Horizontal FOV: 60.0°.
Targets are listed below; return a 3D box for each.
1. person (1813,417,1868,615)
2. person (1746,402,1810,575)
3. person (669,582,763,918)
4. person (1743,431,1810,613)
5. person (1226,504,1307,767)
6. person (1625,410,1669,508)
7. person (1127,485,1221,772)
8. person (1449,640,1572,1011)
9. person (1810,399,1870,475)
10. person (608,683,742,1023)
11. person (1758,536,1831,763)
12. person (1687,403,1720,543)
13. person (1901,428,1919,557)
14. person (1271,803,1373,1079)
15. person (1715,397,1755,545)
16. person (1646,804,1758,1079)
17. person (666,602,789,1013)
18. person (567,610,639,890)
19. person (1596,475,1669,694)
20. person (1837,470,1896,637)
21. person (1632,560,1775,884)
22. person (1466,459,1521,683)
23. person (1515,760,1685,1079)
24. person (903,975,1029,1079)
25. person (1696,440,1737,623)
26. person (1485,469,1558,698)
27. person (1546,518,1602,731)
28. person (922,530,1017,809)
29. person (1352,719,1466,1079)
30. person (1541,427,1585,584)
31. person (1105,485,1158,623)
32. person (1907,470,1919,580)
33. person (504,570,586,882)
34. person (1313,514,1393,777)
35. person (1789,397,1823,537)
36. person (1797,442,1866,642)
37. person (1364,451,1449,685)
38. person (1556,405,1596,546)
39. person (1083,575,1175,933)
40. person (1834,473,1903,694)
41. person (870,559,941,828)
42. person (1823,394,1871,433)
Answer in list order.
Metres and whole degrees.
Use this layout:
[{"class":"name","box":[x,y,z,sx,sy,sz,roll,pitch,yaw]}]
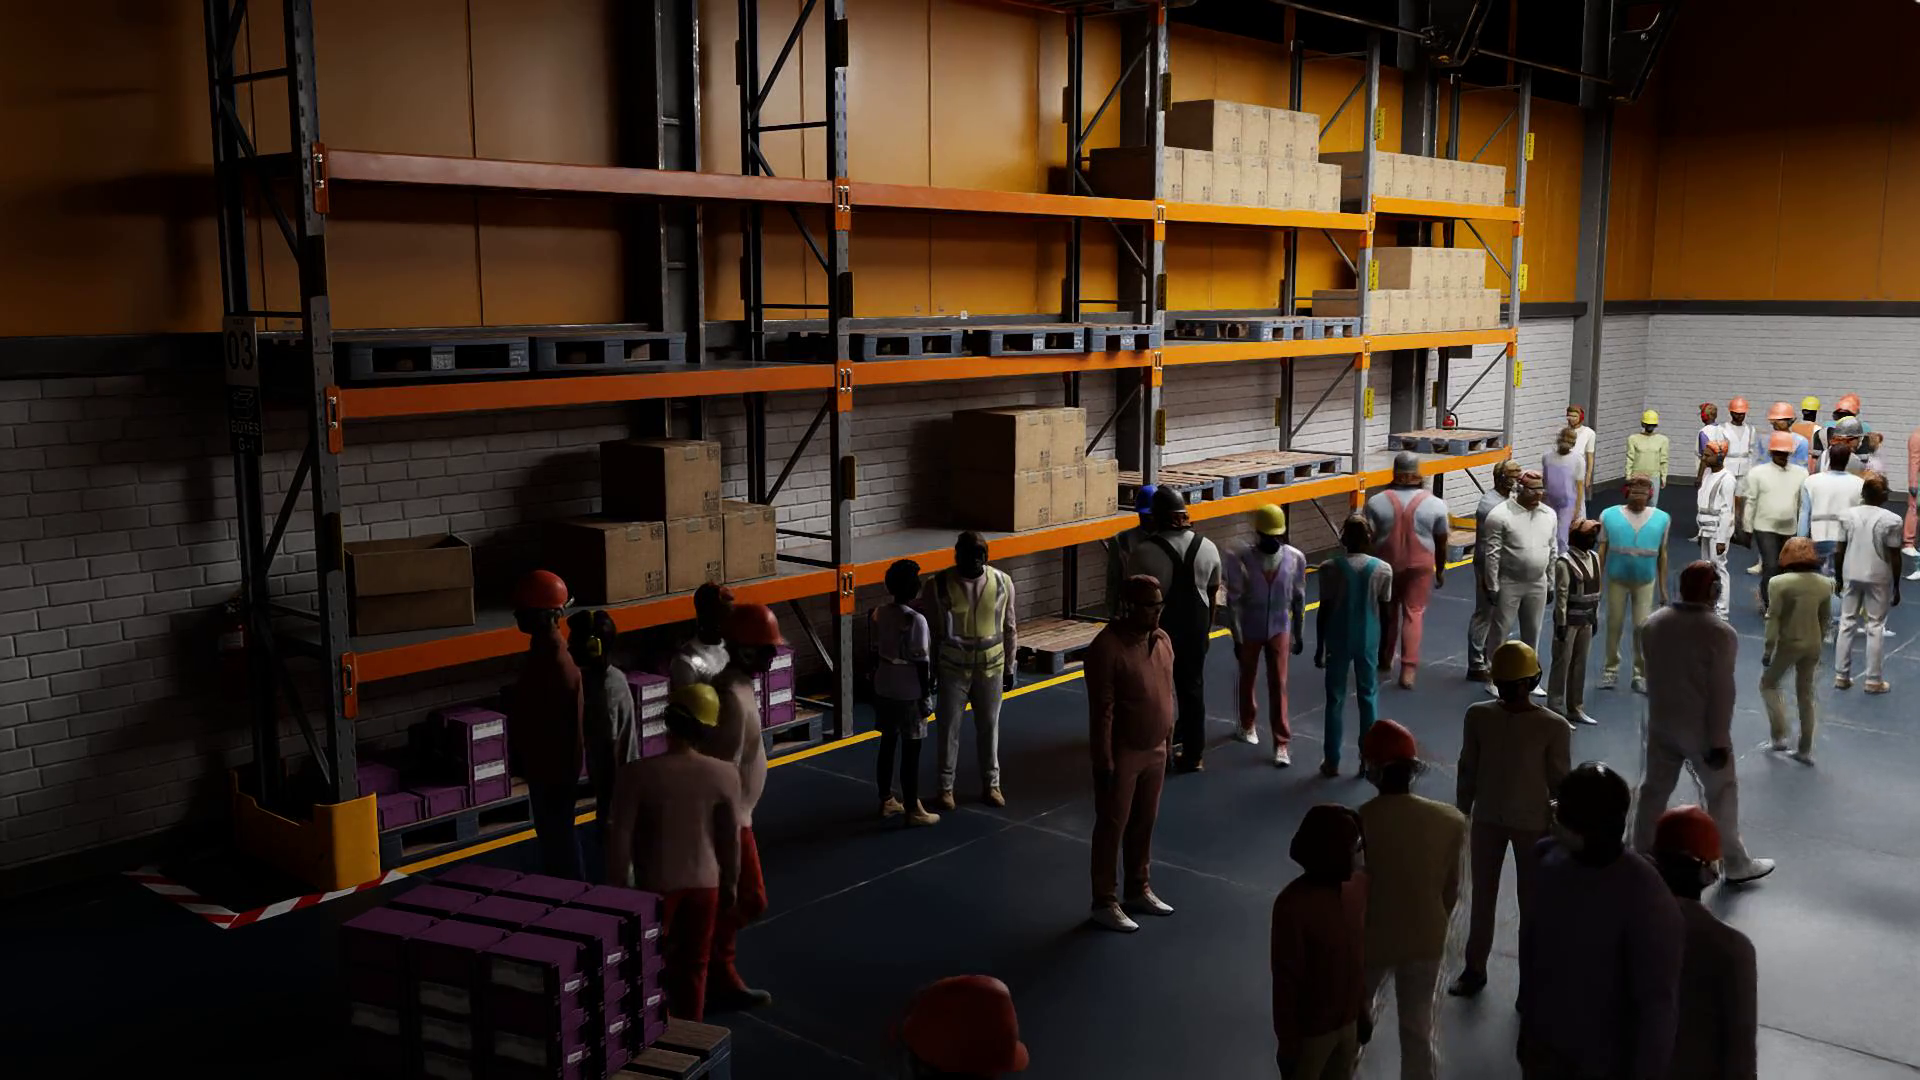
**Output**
[{"class":"person","box":[9.176,-0.257,17.235,0.535,2.000,0.674,0,9,0]},{"class":"person","box":[9.489,-0.576,19.286,0.397,2.043,0.609,-6,10,-32]},{"class":"person","box":[-1.294,1.144,8.742,0.374,1.879,0.582,3,9,20]},{"class":"person","box":[8.194,-0.132,16.705,0.633,1.950,0.866,1,9,6]},{"class":"person","box":[2.207,0.642,12.036,0.613,1.869,0.981,0,9,0]},{"class":"person","box":[8.993,-0.825,21.800,0.525,1.762,0.339,3,9,17]},{"class":"person","box":[1.442,0.617,11.598,0.681,2.000,0.535,-3,9,-17]},{"class":"person","box":[2.588,1.336,7.842,0.533,1.767,0.326,7,11,37]},{"class":"person","box":[10.598,-0.690,20.075,0.613,2.031,0.403,5,10,31]},{"class":"person","box":[-1.183,1.488,7.006,0.591,1.717,0.600,-3,9,-21]},{"class":"person","box":[5.964,0.783,11.899,0.571,1.608,0.455,-2,9,-10]},{"class":"person","box":[9.848,-0.874,21.853,0.567,1.840,0.375,-9,12,-44]},{"class":"person","box":[12.129,-0.735,20.802,0.649,1.900,0.398,-4,10,-22]},{"class":"person","box":[1.273,1.712,5.840,0.508,1.633,0.274,-8,12,-42]},{"class":"person","box":[10.070,-0.888,21.640,0.551,1.934,0.374,-1,9,-6]},{"class":"person","box":[2.359,1.717,5.467,0.400,1.733,0.574,-7,11,-39]},{"class":"person","box":[-1.079,1.261,7.682,0.594,1.974,0.625,-2,9,-11]},{"class":"person","box":[-1.716,1.249,8.143,0.355,1.857,0.531,-2,9,-16]},{"class":"person","box":[5.626,0.363,13.942,0.588,1.829,0.461,2,9,11]},{"class":"person","box":[8.872,0.131,16.091,0.648,1.613,0.512,6,11,35]},{"class":"person","box":[4.213,1.042,9.406,0.931,1.862,0.652,-4,10,-23]},{"class":"person","box":[4.602,0.259,14.281,0.378,1.931,0.625,7,11,37]},{"class":"person","box":[2.011,1.641,5.334,0.373,1.937,0.631,-3,9,-19]},{"class":"person","box":[-0.224,1.922,3.771,0.578,1.881,0.891,8,12,41]},{"class":"person","box":[7.472,-0.057,16.477,0.340,1.876,0.572,1,9,5]},{"class":"person","box":[4.638,0.362,13.712,0.646,1.900,0.400,-2,9,-11]},{"class":"person","box":[4.730,0.639,12.782,0.519,1.633,0.313,-6,11,-36]},{"class":"person","box":[0.064,0.842,10.836,0.629,1.837,0.430,-2,9,-10]},{"class":"person","box":[1.706,1.547,6.649,0.577,1.710,0.844,0,9,-3]},{"class":"person","box":[6.792,-0.384,18.807,0.542,1.803,0.477,7,12,40]},{"class":"person","box":[1.384,0.554,12.312,0.615,1.943,0.399,0,9,-3]},{"class":"person","box":[11.195,-0.455,18.958,0.403,1.904,0.650,-5,10,-29]},{"class":"person","box":[-2.083,1.134,8.407,0.375,1.997,0.611,-4,10,-25]},{"class":"person","box":[2.709,0.733,11.506,0.515,1.841,0.340,0,9,2]},{"class":"person","box":[11.097,-0.916,21.844,0.371,1.929,0.585,-7,11,-38]},{"class":"person","box":[8.355,0.007,15.976,0.638,1.891,0.673,3,9,19]},{"class":"person","box":[3.838,0.193,14.331,0.695,2.000,1.011,3,9,16]},{"class":"person","box":[8.025,-0.850,21.727,0.395,1.836,0.560,-5,10,-30]},{"class":"person","box":[0.934,1.119,8.838,0.636,1.899,0.401,-8,12,-42]},{"class":"person","box":[7.570,0.361,13.877,0.325,1.843,0.516,-8,12,-40]},{"class":"person","box":[-0.356,0.961,10.486,0.318,1.697,0.533,-7,11,-40]},{"class":"person","box":[11.375,-0.881,21.405,0.612,1.995,0.379,1,9,4]}]
